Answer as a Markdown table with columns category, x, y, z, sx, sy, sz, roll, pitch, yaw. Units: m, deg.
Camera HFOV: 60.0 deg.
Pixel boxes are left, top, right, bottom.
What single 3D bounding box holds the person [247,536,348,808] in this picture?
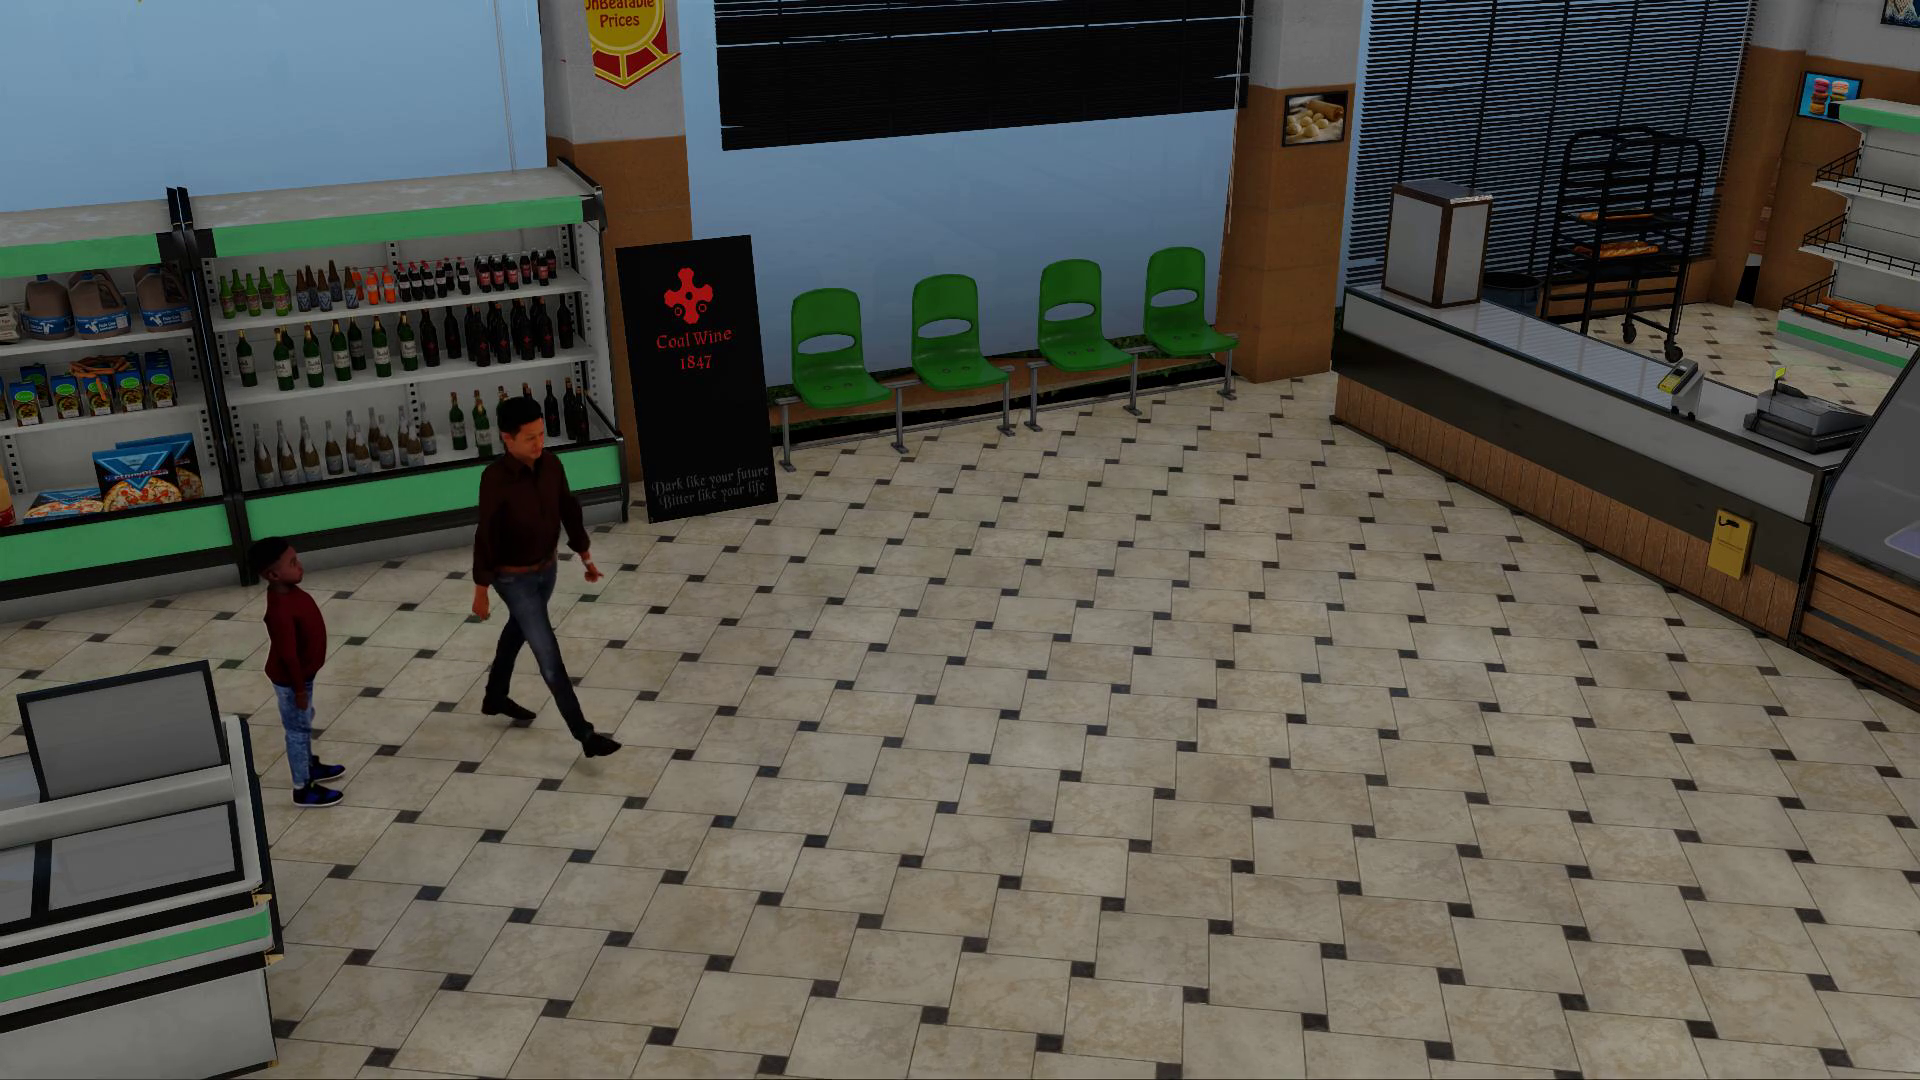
| category | x | y | z | sx | sy | sz | roll | pitch | yaw |
| --- | --- | --- | --- | --- | --- | --- | --- | --- | --- |
| person | -2.921 | 0.565 | 7.270 | 0.501 | 1.254 | 0.507 | -8 | 25 | -18 |

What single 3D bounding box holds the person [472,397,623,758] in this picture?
| category | x | y | z | sx | sy | sz | roll | pitch | yaw |
| --- | --- | --- | --- | --- | --- | --- | --- | --- | --- |
| person | -2.042 | 0.168 | 7.595 | 1.216 | 1.721 | 1.215 | 10 | 26 | 23 |
